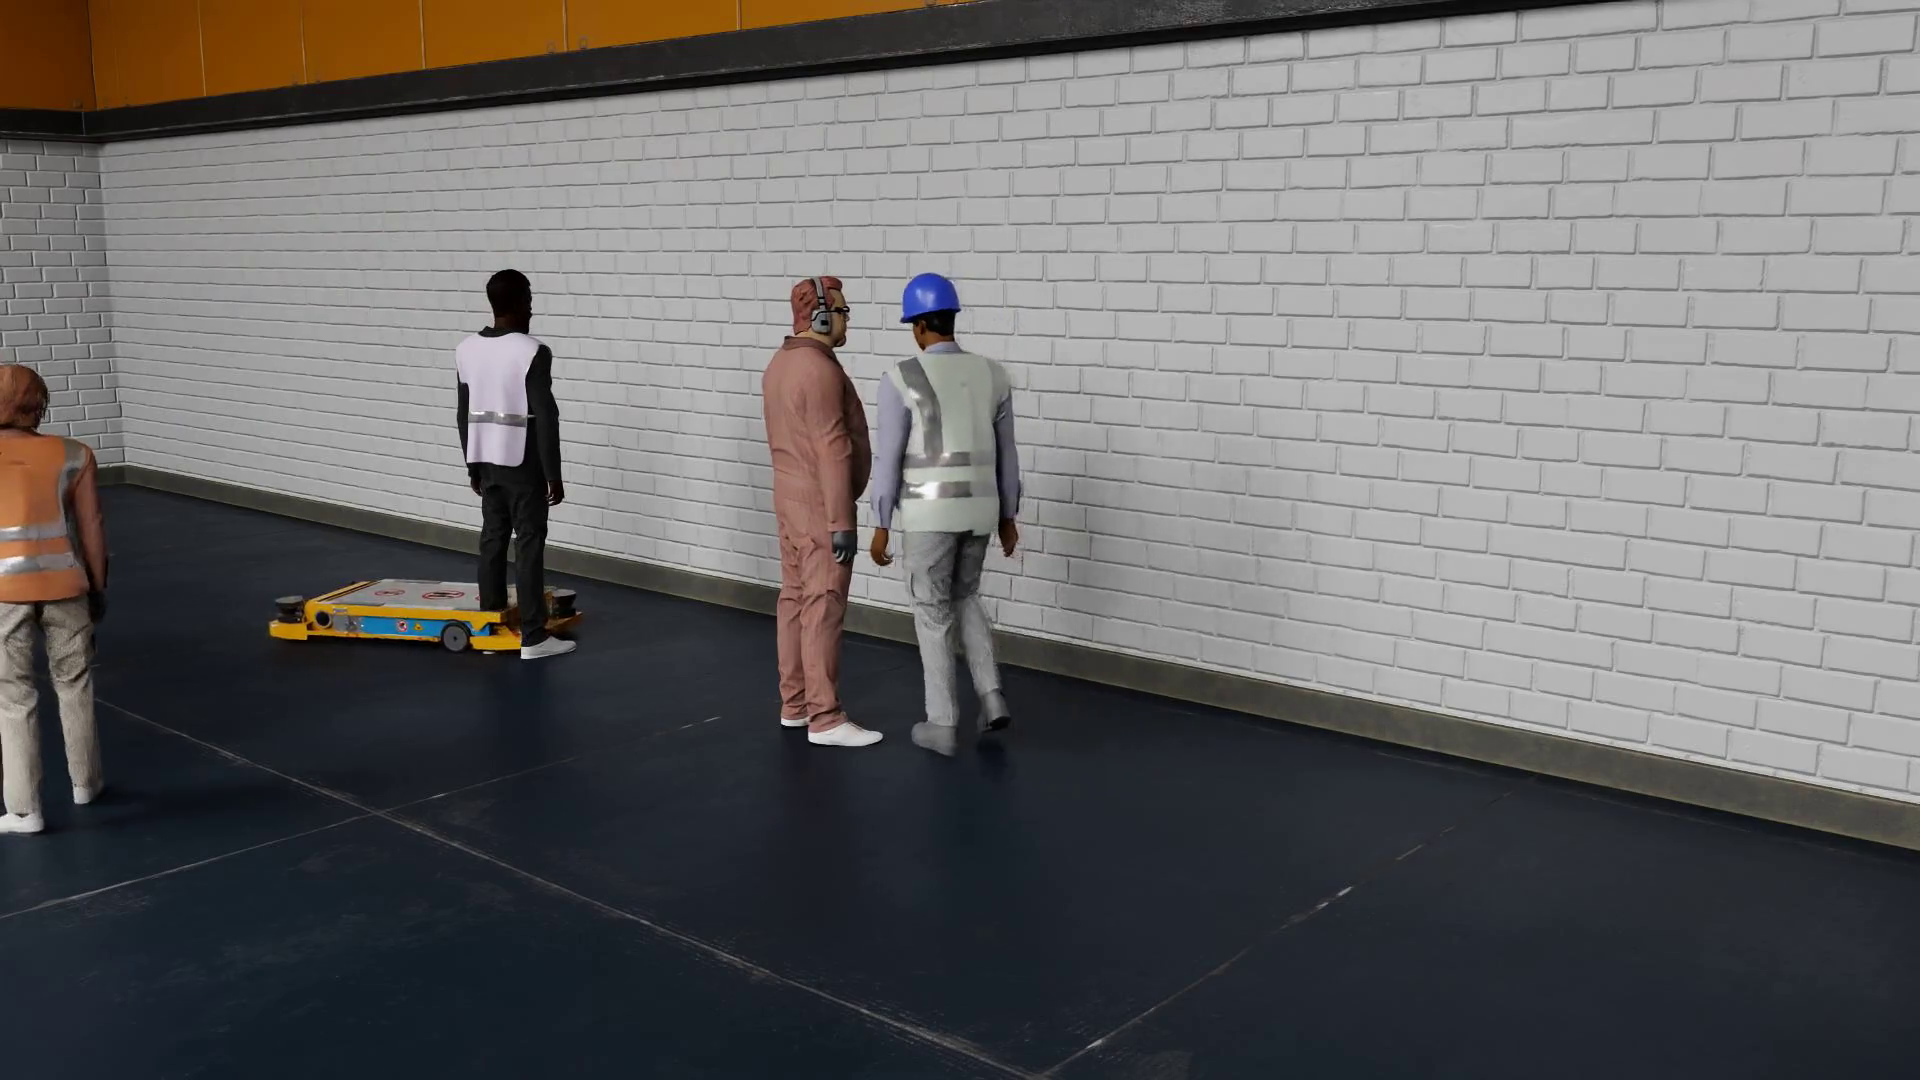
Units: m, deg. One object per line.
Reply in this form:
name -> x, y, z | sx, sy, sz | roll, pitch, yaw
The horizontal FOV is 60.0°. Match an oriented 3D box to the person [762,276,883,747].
person -> -0.561, -0.116, 6.817 | 0.406, 1.911, 0.639 | -5, 11, -25

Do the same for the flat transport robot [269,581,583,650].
flat transport robot -> -2.767, 0.377, 8.665 | 1.431, 0.197, 0.652 | 2, 10, 12

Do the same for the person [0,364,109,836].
person -> -3.269, 0.202, 5.842 | 0.517, 1.618, 0.507 | -8, 13, -38

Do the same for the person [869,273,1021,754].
person -> -0.073, -0.103, 6.682 | 0.625, 1.921, 0.466 | -8, 13, -37

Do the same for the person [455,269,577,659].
person -> -2.214, -0.366, 8.214 | 0.597, 1.918, 0.379 | 5, 11, 28
